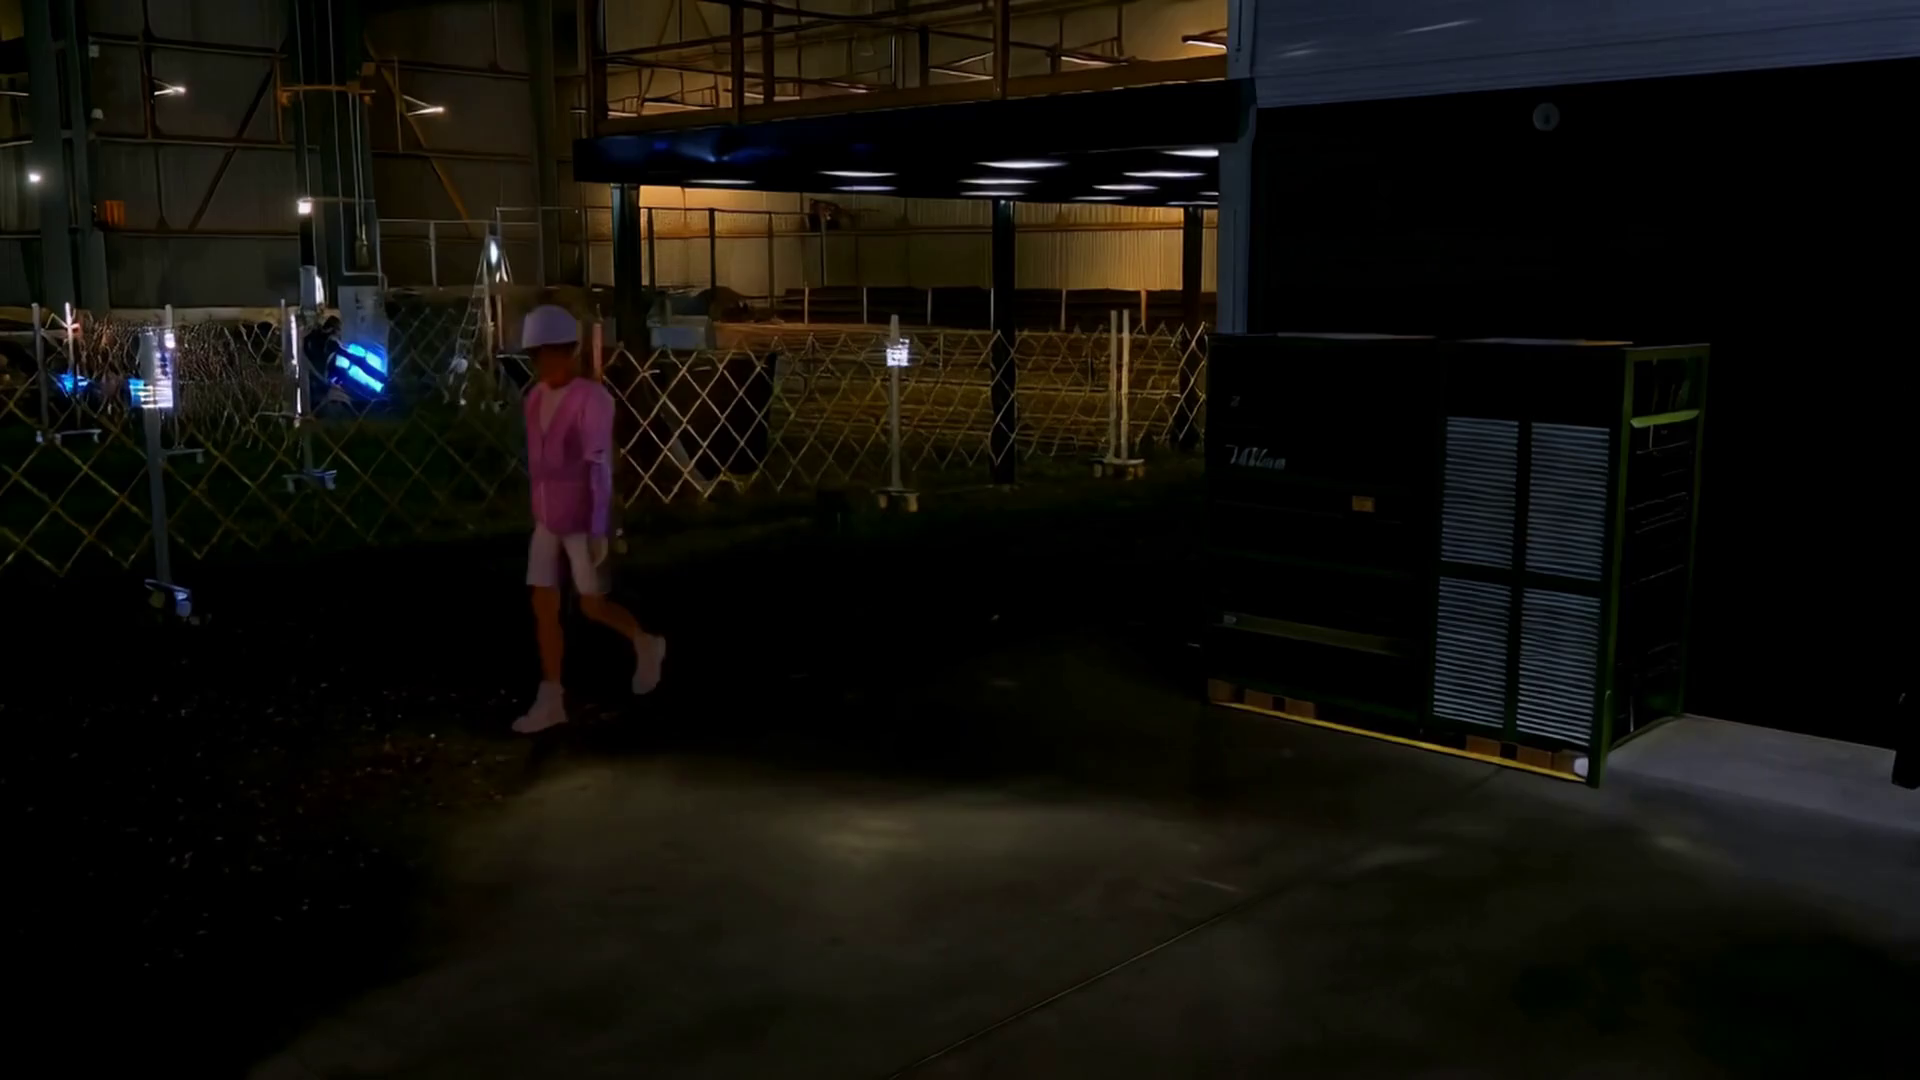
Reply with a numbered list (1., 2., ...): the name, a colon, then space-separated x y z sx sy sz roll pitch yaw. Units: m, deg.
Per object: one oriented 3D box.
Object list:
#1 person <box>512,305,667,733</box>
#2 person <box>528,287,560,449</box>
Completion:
1. person: -1.719 -0.116 7.611 0.542 1.920 0.782 6 11 33
2. person: -4.424 -1.777 17.926 0.416 1.867 0.620 2 10 13
